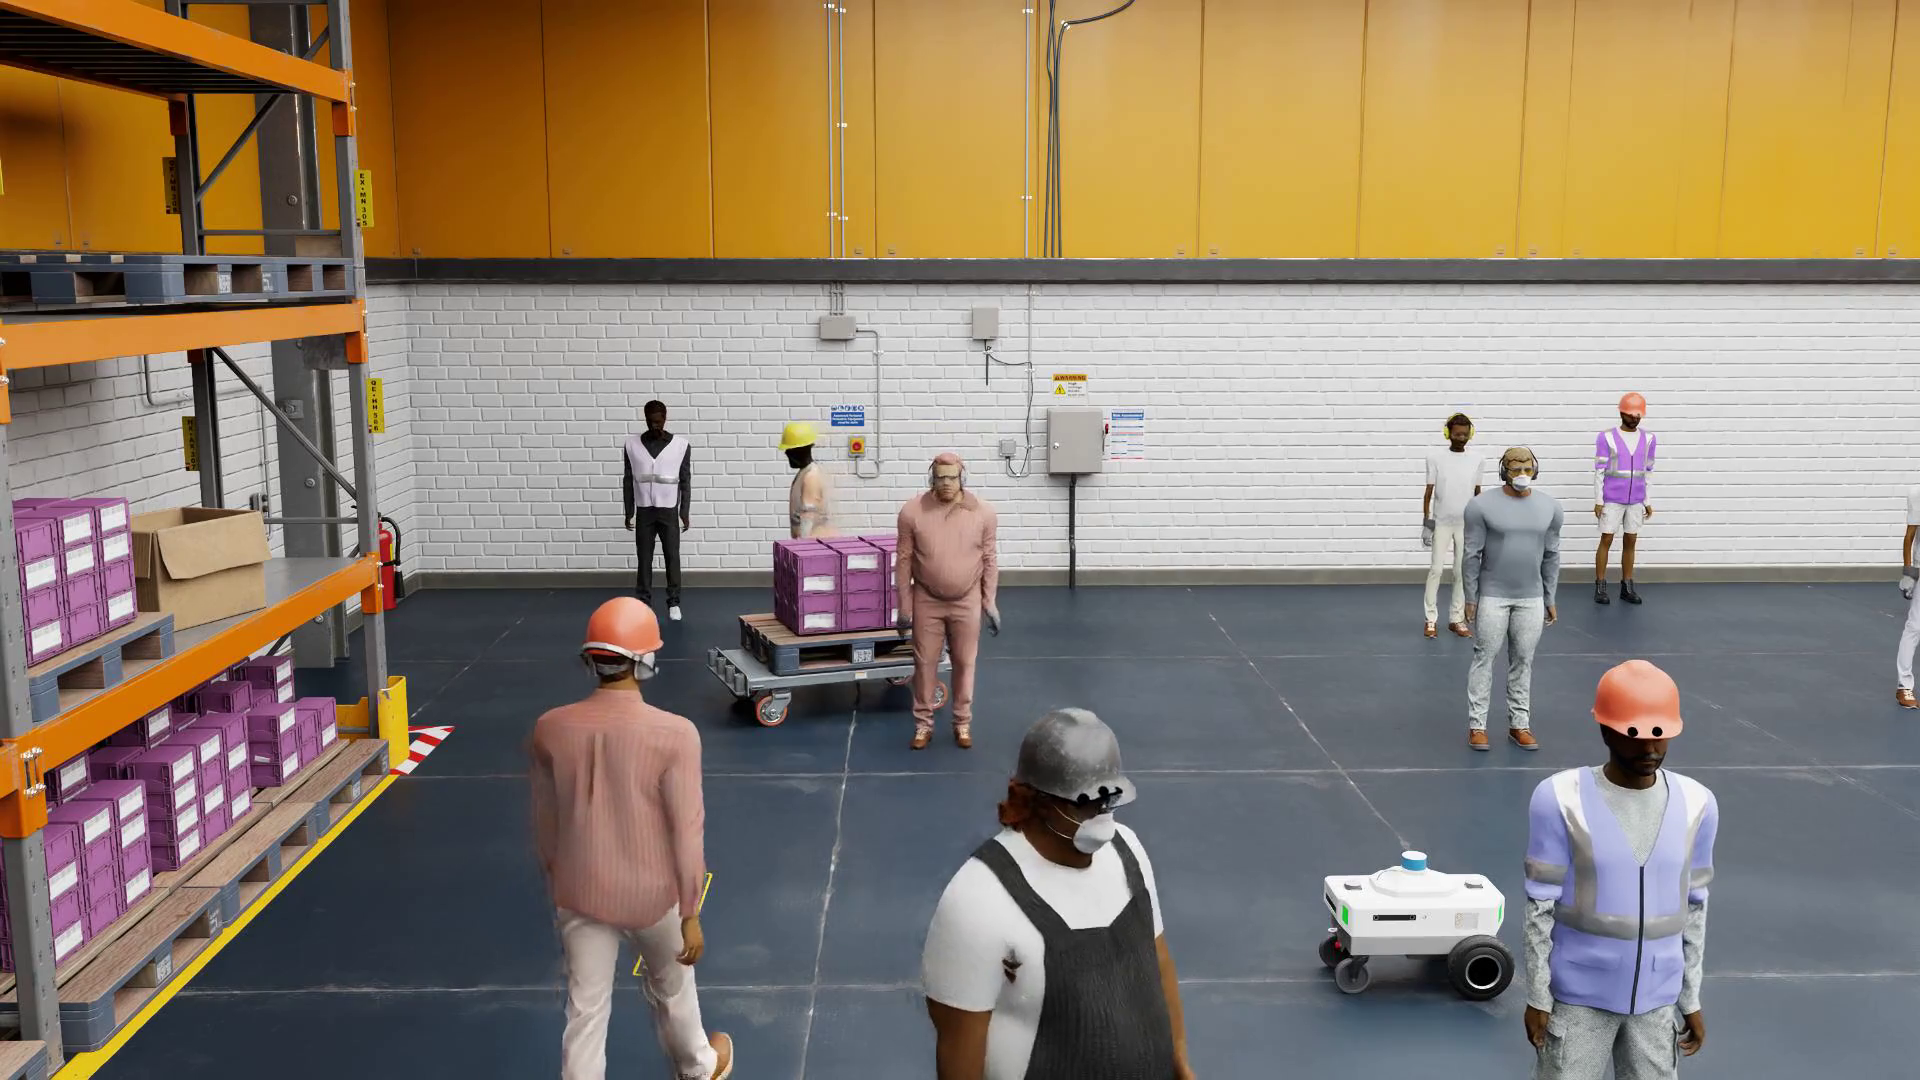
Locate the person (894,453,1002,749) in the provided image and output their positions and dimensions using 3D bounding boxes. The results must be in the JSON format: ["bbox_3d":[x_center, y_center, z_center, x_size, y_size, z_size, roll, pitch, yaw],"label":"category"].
[{"bbox_3d":[-0.081,0.398,10.486,0.676,1.895,0.429,0,9,-3],"label":"person"}]

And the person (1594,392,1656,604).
[{"bbox_3d":[6.023,-0.378,15.076,0.543,1.933,0.363,0,9,-1],"label":"person"}]

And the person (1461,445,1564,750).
[{"bbox_3d":[3.476,0.365,10.498,0.630,1.940,0.373,0,9,-1],"label":"person"}]

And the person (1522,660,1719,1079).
[{"bbox_3d":[1.904,1.292,4.819,0.543,1.939,0.356,0,9,-1],"label":"person"}]

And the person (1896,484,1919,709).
[{"bbox_3d":[6.762,0.238,11.491,0.508,1.872,0.329,0,9,-1],"label":"person"}]

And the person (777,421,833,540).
[{"bbox_3d":[-1.166,0.052,12.540,0.412,1.899,0.582,-2,9,-12],"label":"person"}]

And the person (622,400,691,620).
[{"bbox_3d":[-2.615,-0.259,14.394,0.592,1.916,0.392,0,9,-1],"label":"person"}]

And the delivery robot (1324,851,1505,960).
[{"bbox_3d":[1.919,1.568,7.068,0.707,0.478,0.477,0,9,-1],"label":"delivery robot"}]

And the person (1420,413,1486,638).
[{"bbox_3d":[4.070,-0.116,13.703,0.560,1.864,0.337,0,9,-1],"label":"person"}]

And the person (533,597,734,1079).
[{"bbox_3d":[-1.101,1.146,5.659,0.652,1.946,0.981,2,9,13],"label":"person"}]
